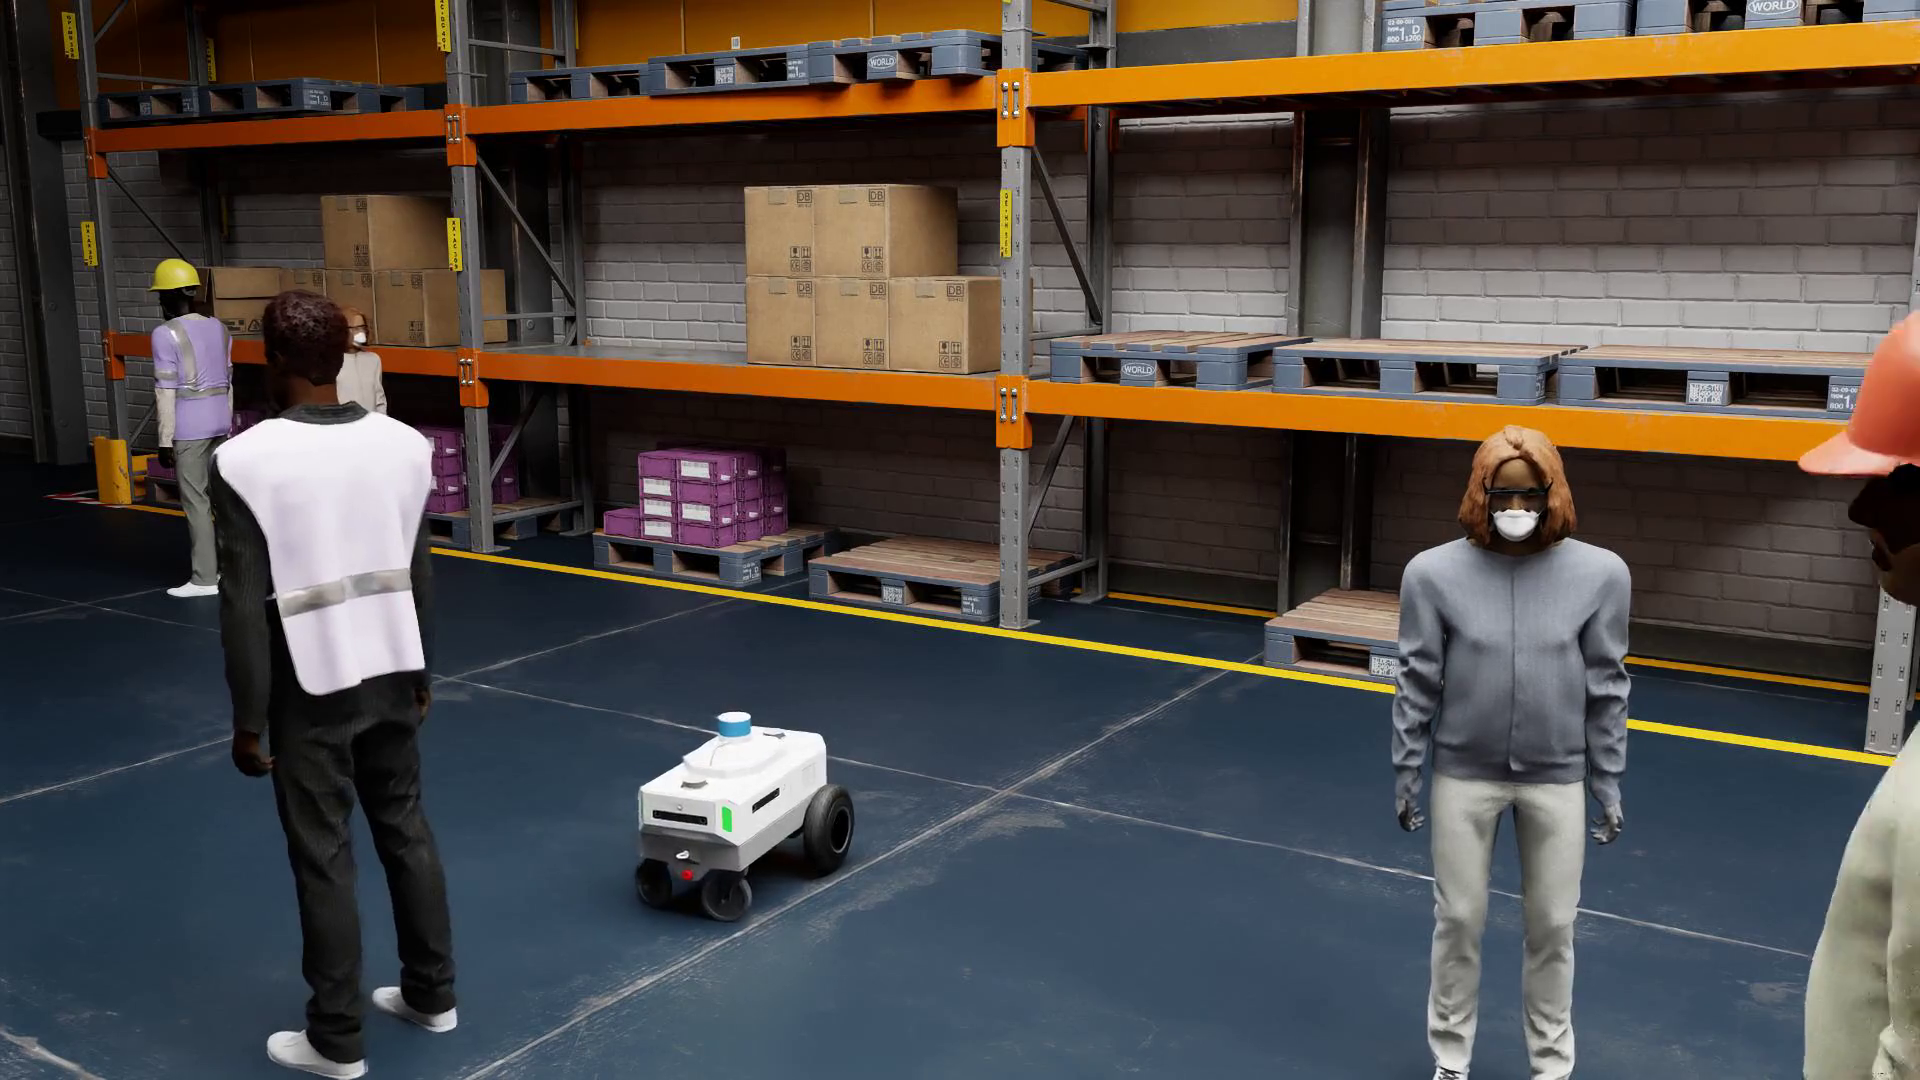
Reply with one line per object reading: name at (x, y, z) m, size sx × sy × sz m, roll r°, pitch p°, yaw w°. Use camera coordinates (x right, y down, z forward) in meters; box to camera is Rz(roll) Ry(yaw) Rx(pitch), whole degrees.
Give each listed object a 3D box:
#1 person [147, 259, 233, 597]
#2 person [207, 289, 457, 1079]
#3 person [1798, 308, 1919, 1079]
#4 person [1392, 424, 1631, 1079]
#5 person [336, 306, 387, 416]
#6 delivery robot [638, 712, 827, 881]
person at (-4.376, -0.633, 9.491) m, size 0.401 × 1.918 × 0.588 m, roll 2°, pitch 10°, yaw 12°
person at (-1.512, 0.349, 4.087) m, size 0.424 × 1.902 × 0.592 m, roll 7°, pitch 12°, yaw 34°
person at (1.095, 0.727, 1.765) m, size 0.659 × 1.977 × 0.712 m, roll -10°, pitch 14°, yaw -44°
person at (1.229, 0.548, 3.752) m, size 0.504 × 1.622 × 0.299 m, roll 2°, pitch 10°, yaw 12°
person at (-3.706, -0.613, 10.180) m, size 0.280 × 1.625 × 0.497 m, roll 6°, pitch 12°, yaw 29°
delivery robot at (-0.697, 0.780, 5.168) m, size 0.477 × 0.478 × 0.707 m, roll 4°, pitch 11°, yaw 20°
